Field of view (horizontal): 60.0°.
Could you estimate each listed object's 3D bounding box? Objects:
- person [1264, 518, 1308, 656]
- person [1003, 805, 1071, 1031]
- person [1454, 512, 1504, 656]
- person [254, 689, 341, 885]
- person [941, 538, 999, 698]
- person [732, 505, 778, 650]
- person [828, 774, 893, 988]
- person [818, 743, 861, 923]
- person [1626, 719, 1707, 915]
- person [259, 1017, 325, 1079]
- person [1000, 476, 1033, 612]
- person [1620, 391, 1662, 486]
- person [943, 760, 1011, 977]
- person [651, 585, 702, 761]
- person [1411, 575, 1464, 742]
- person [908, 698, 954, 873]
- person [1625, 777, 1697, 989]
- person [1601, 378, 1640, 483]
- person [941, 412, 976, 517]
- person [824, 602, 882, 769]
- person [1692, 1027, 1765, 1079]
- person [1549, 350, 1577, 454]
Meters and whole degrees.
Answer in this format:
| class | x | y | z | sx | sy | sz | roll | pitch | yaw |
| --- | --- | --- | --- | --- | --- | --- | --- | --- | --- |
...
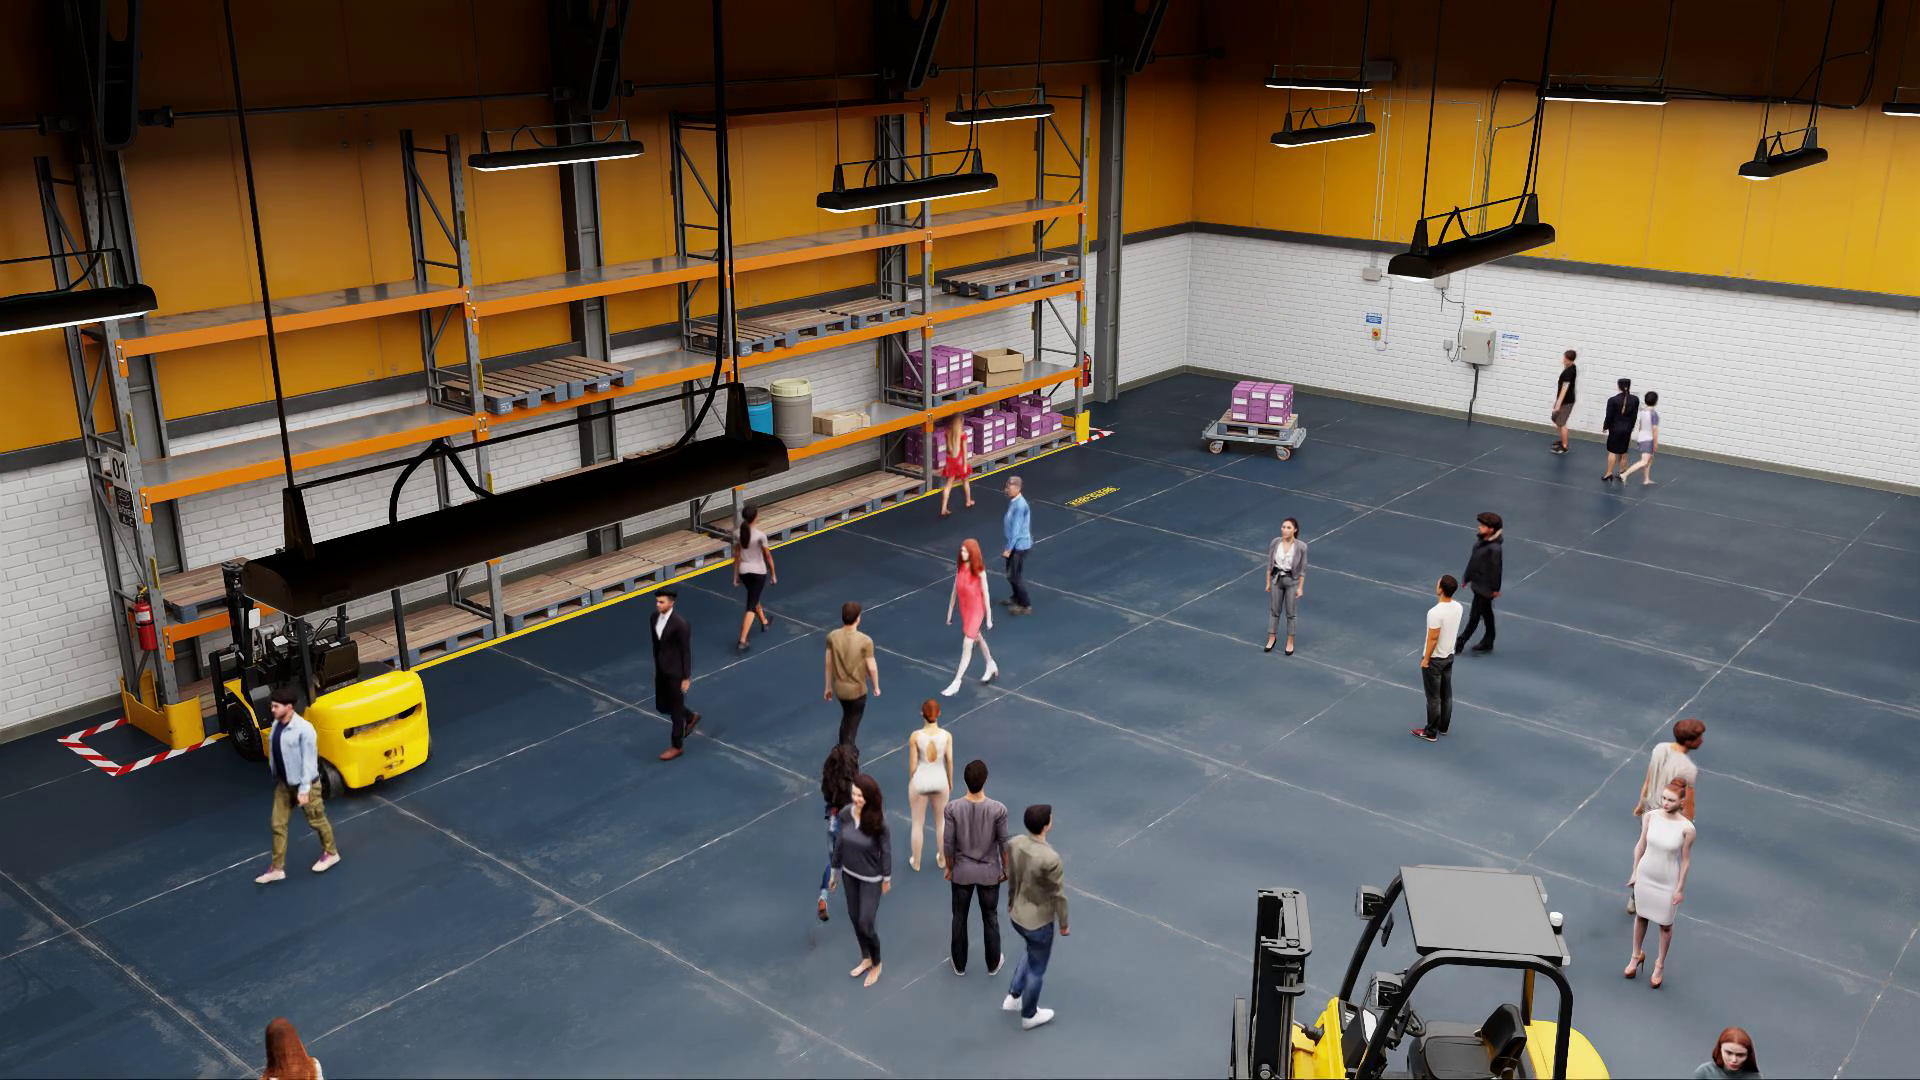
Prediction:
| class | x | y | z | sx | sy | sz | roll | pitch | yaw |
| --- | --- | --- | --- | --- | --- | --- | --- | --- | --- |
| person | 3.854 | 0.533 | 19.675 | 0.666 | 1.678 | 0.652 | 10 | 21 | 27 |
| person | 0.489 | 2.861 | 12.484 | 0.745 | 1.855 | 0.764 | -14 | 23 | -35 |
| person | 6.255 | 0.519 | 19.603 | 1.061 | 1.750 | 0.986 | -2 | 19 | -7 |
| person | -5.783 | 2.136 | 14.751 | 0.805 | 1.781 | 1.058 | 10 | 21 | 26 |
| person | 0.200 | 0.847 | 18.599 | 1.176 | 1.769 | 0.739 | -16 | 24 | -39 |
| person | -2.514 | 0.475 | 19.817 | 0.881 | 1.696 | 1.242 | 8 | 20 | 21 |
| person | -0.740 | 2.650 | 13.261 | 0.656 | 1.759 | 0.648 | 11 | 22 | 30 |
| person | -1.005 | 2.483 | 13.998 | 0.745 | 1.605 | 1.001 | 11 | 21 | 29 |
| person | 5.855 | 2.351 | 13.988 | 0.915 | 1.861 | 0.864 | -5 | 19 | -16 |
| person | -4.003 | 3.745 | 10.158 | 1.046 | 1.663 | 0.803 | -15 | 24 | -38 |
| person | 0.767 | 0.060 | 20.913 | 0.856 | 1.782 | 0.813 | -1 | 19 | -4 |
| person | 10.736 | -1.561 | 26.113 | 1.011 | 1.537 | 0.924 | -3 | 19 | -8 |
| person | 0.125 | 2.608 | 13.238 | 0.748 | 1.853 | 0.767 | 1 | 19 | 3 |
| person | -2.882 | 1.312 | 17.059 | 0.708 | 1.870 | 0.857 | 14 | 23 | 36 |
| person | 5.038 | 1.219 | 17.437 | 0.532 | 1.804 | 0.731 | -15 | 24 | -37 |
| person | -0.270 | 2.182 | 14.832 | 0.585 | 1.643 | 0.668 | -3 | 19 | -10 |
| person | 5.513 | 2.691 | 13.091 | 0.582 | 1.789 | 0.484 | 17 | 25 | 41 |
| person | 10.489 | -1.746 | 26.460 | 0.792 | 1.667 | 0.861 | -2 | 19 | -7 |
| person | -0.108 | -1.094 | 24.714 | 0.678 | 1.545 | 1.095 | 11 | 22 | 31 |
| person | -1.138 | 1.527 | 16.479 | 0.713 | 1.834 | 0.768 | 9 | 21 | 25 |
| person | 4.598 | 3.718 | 10.112 | 0.657 | 1.743 | 0.665 | 5 | 19 | 15 |
| person | 10.213 | -2.332 | 27.979 | 0.902 | 1.806 | 0.705 | 10 | 21 | 28 |
